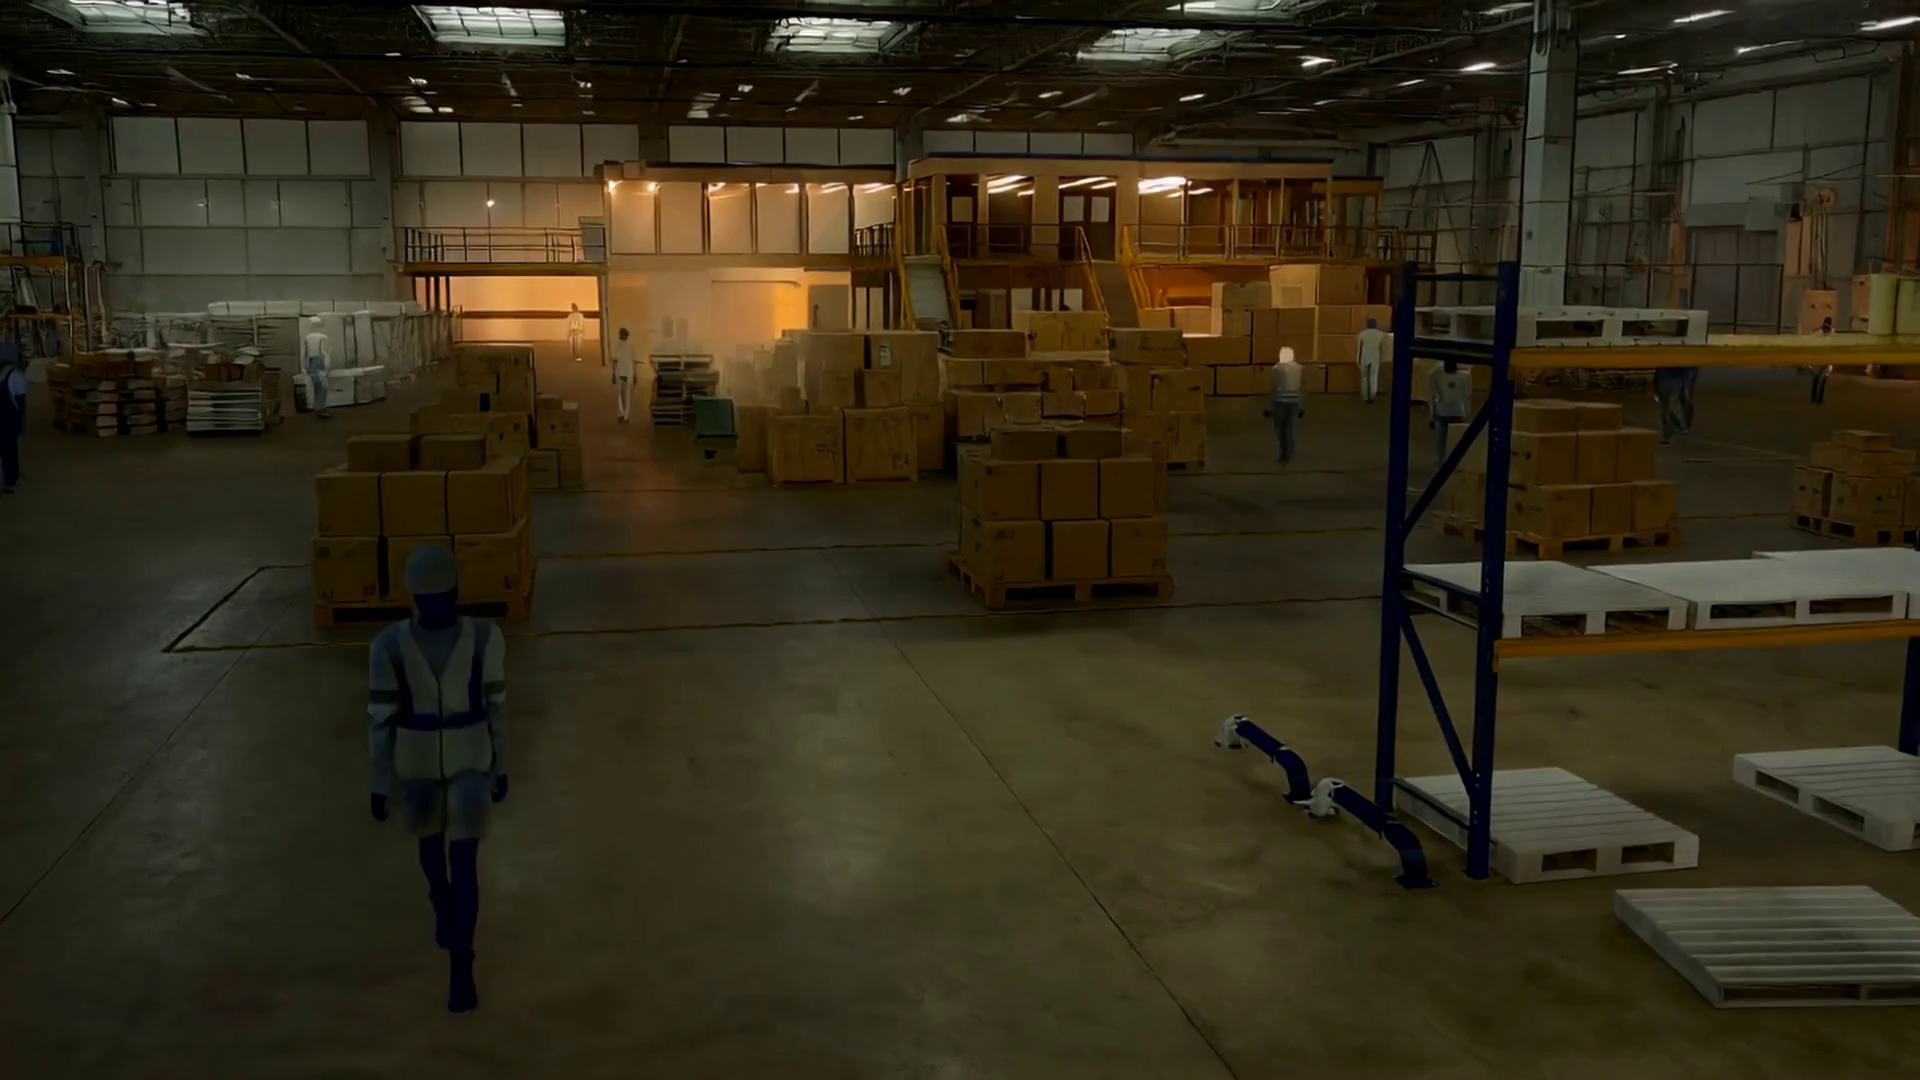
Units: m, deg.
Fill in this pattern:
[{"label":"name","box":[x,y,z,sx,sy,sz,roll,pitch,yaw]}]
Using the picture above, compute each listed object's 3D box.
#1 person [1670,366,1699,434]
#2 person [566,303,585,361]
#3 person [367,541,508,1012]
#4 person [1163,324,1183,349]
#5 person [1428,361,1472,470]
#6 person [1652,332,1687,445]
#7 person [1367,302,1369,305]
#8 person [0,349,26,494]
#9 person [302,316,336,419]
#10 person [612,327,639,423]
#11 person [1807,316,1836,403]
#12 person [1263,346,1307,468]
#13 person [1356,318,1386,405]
[{"label":"person","box":[13.111,-2.879,30.036,0.401,1.938,0.603,2,10,12]},{"label":"person","box":[-12.304,-6.632,53.182,0.578,1.860,0.791,-2,9,-11]},{"label":"person","box":[-2.193,0.922,7.025,0.561,1.895,0.978,-2,10,-15]},{"label":"person","box":[3.848,-2.952,30.389,0.624,1.977,0.531,-9,13,-42]},{"label":"person","box":[6.962,-1.806,23.680,0.587,1.886,0.980,1,9,6]},{"label":"person","box":[12.020,-2.570,28.235,0.602,1.911,0.416,-4,10,-22]},{"label":"person","box":[12.679,-6.398,51.315,0.608,1.995,0.377,-9,13,-42]},{"label":"person","box":[-12.763,-1.623,22.068,0.684,2.000,0.539,-2,9,-10]},{"label":"person","box":[-12.684,-3.406,32.934,0.615,2.040,0.391,2,9,10]},{"label":"person","box":[-6.465,-3.183,32.151,0.506,1.854,0.400,-3,10,-17]},{"label":"person","box":[19.042,-3.964,36.694,0.585,1.922,0.407,3,10,18]},{"label":"person","box":[4.859,-2.001,25.025,0.637,1.827,0.520,-5,11,-30]},{"label":"person","box":[8.992,-3.894,36.395,0.631,1.901,0.976,2,9,9]}]
